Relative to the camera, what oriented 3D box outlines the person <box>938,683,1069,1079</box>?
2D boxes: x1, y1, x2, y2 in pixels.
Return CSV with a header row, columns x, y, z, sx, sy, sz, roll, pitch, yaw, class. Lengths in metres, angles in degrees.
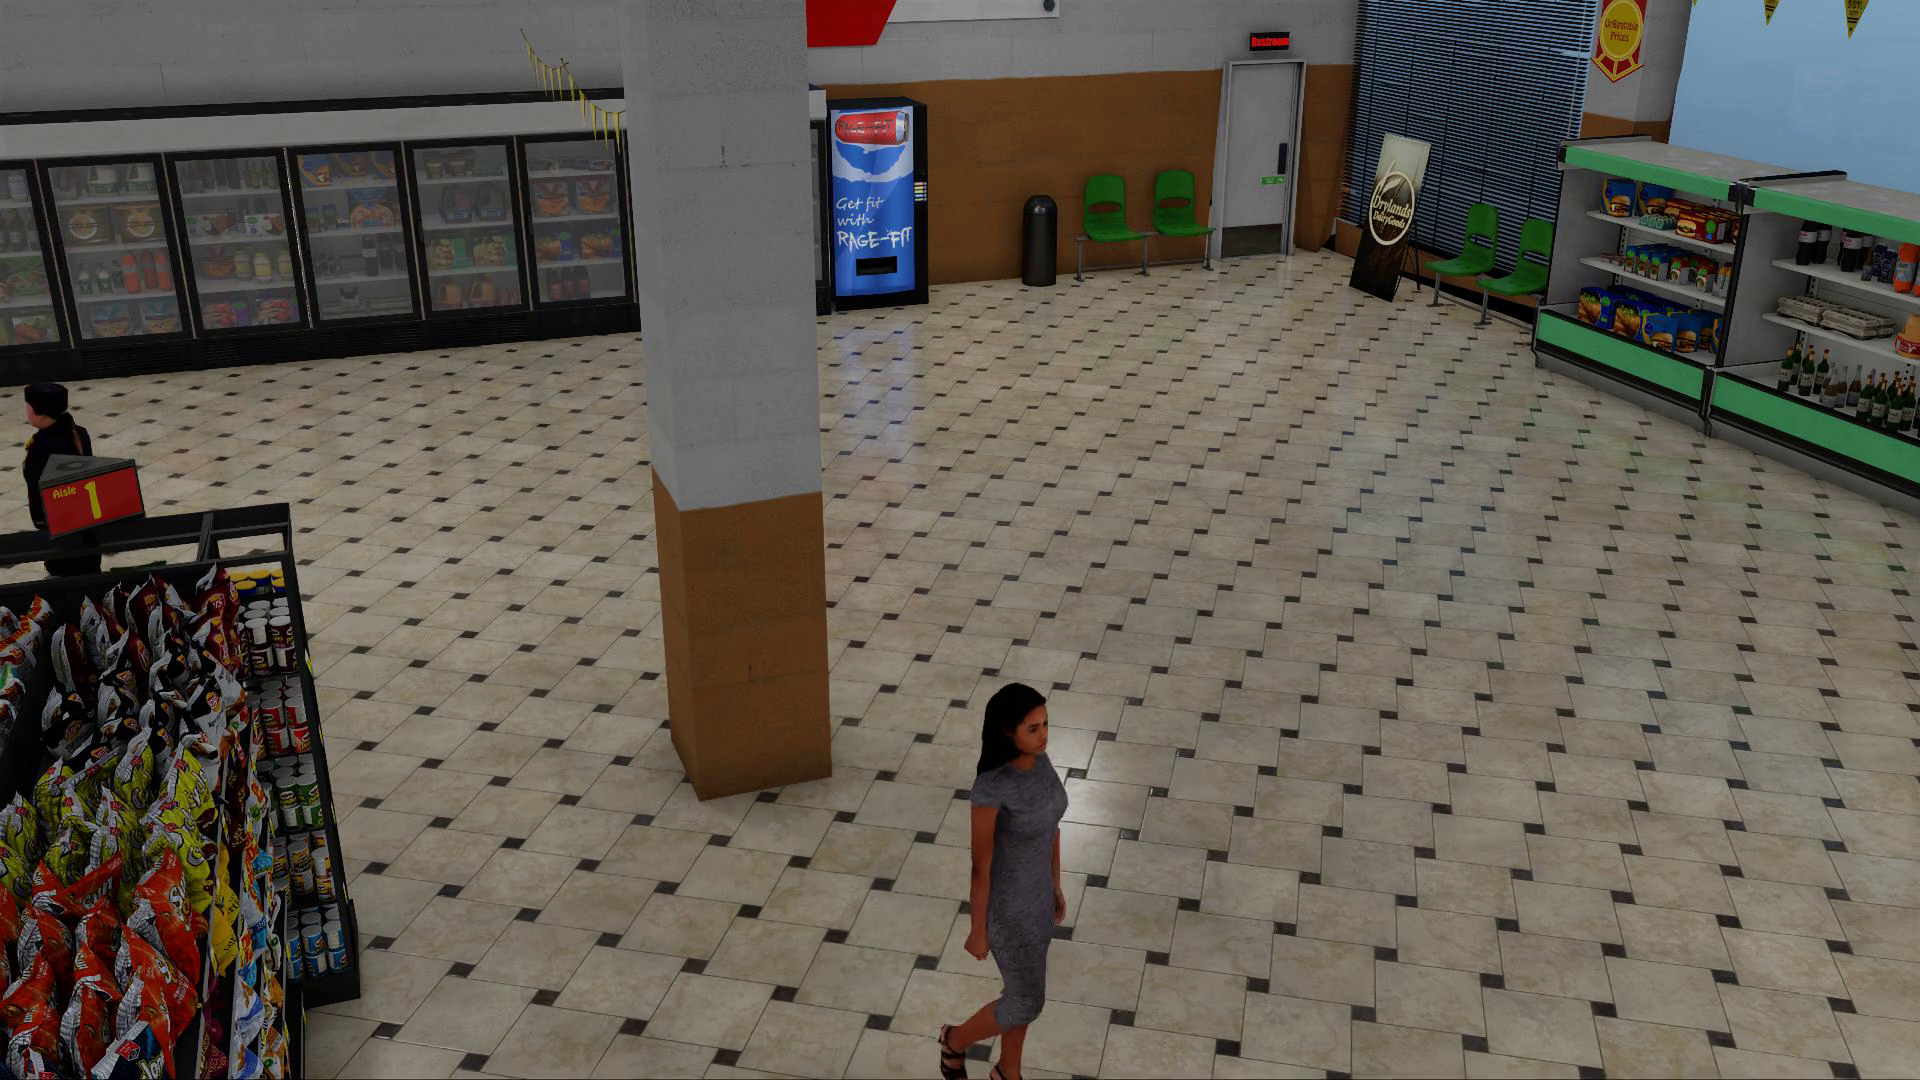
x,y,z,sx,sy,sz,roll,pitch,yaw,class
0.118,1.298,5.986,0.845,1.770,0.775,13,25,29,person
